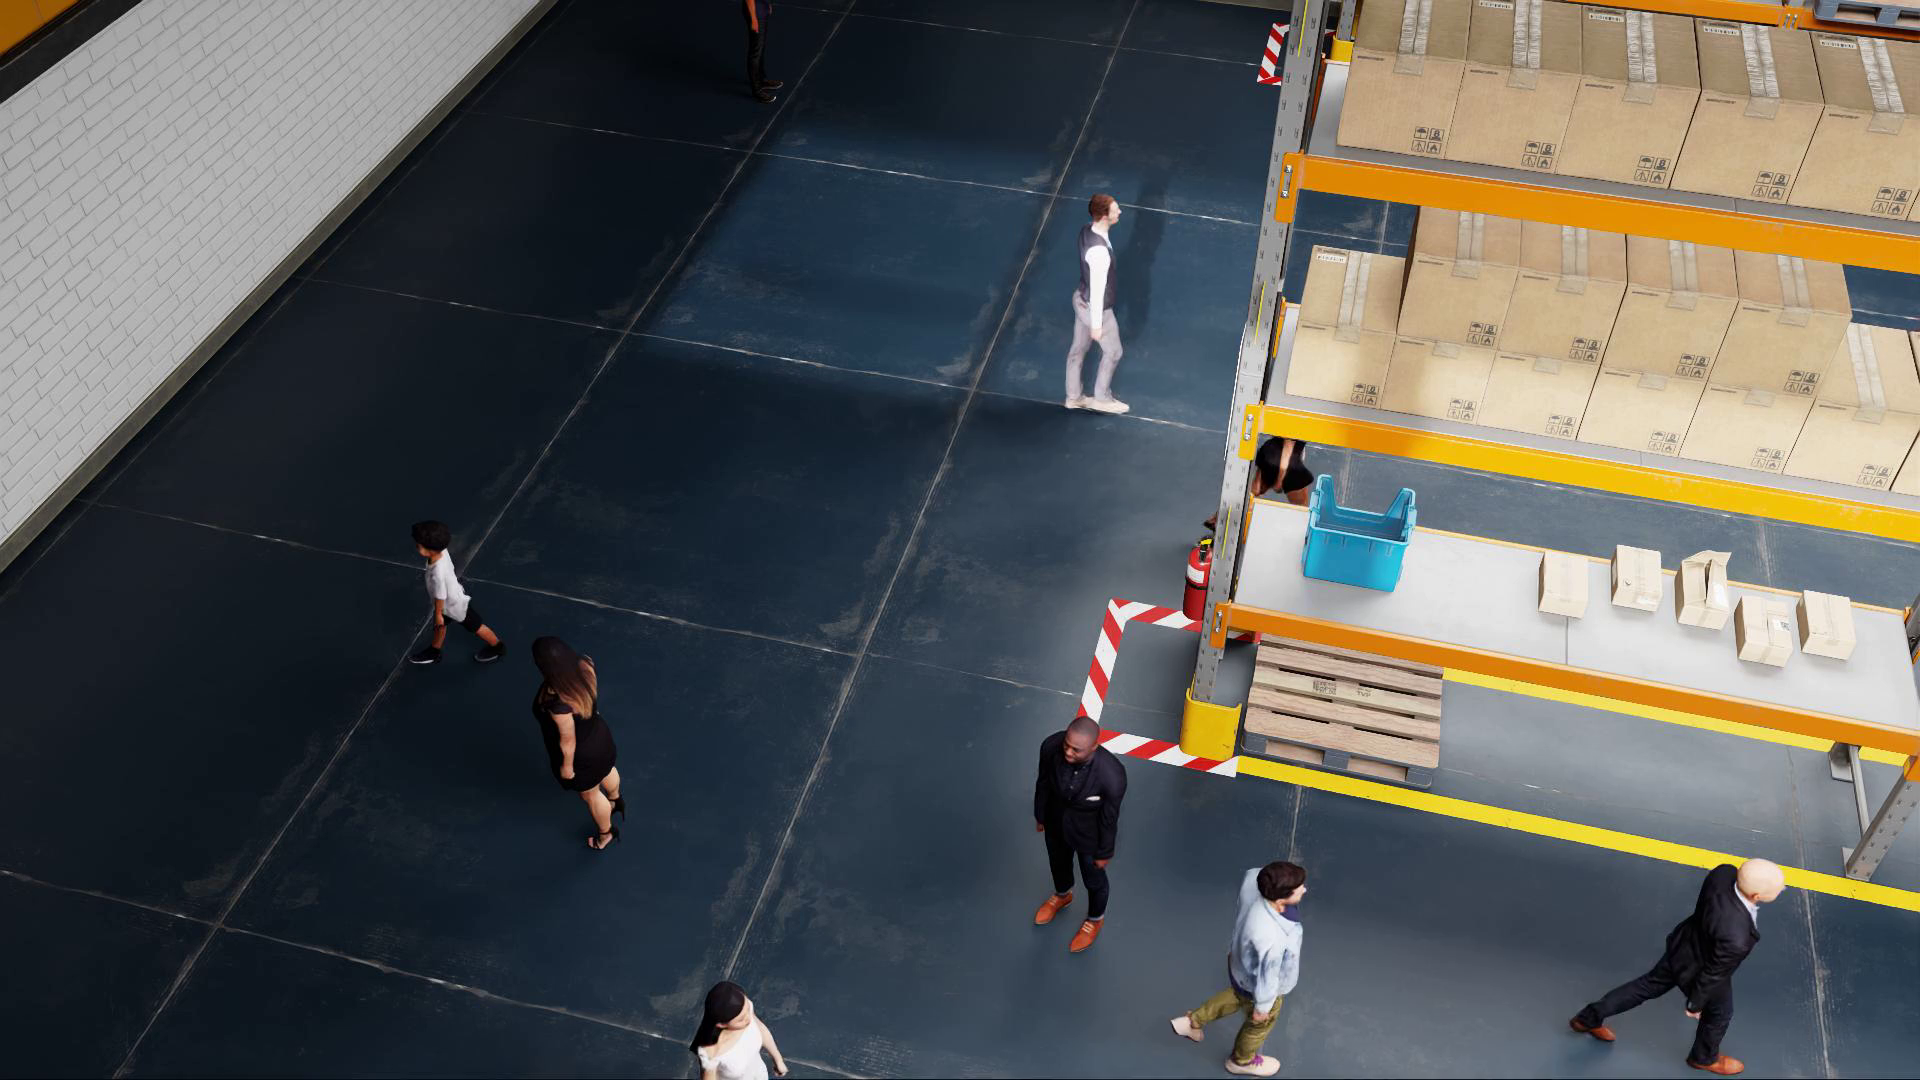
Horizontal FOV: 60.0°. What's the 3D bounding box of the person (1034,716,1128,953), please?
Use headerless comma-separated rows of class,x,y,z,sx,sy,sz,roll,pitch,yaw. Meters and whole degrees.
person,0.664,1.576,9.120,0.685,1.818,0.826,27,50,26

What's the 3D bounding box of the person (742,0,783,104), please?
person,-1.987,-5.181,16.235,0.546,1.787,0.658,7,44,7

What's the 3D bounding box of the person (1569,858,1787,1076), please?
person,3.709,2.156,8.542,1.200,1.775,0.806,3,44,4

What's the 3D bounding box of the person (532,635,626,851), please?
person,-2.183,1.174,9.617,0.636,1.715,0.686,5,44,5

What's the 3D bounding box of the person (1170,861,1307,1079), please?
person,1.435,2.192,8.486,0.934,1.801,0.814,0,44,0

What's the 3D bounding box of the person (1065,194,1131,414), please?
person,0.923,-1.755,12.539,0.863,1.925,0.817,-5,44,-5

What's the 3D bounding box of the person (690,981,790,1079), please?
person,-1.147,2.644,8.042,0.975,1.757,0.721,16,46,16

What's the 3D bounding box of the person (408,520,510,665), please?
person,-3.258,0.367,10.816,0.937,1.229,0.753,-9,44,-9
